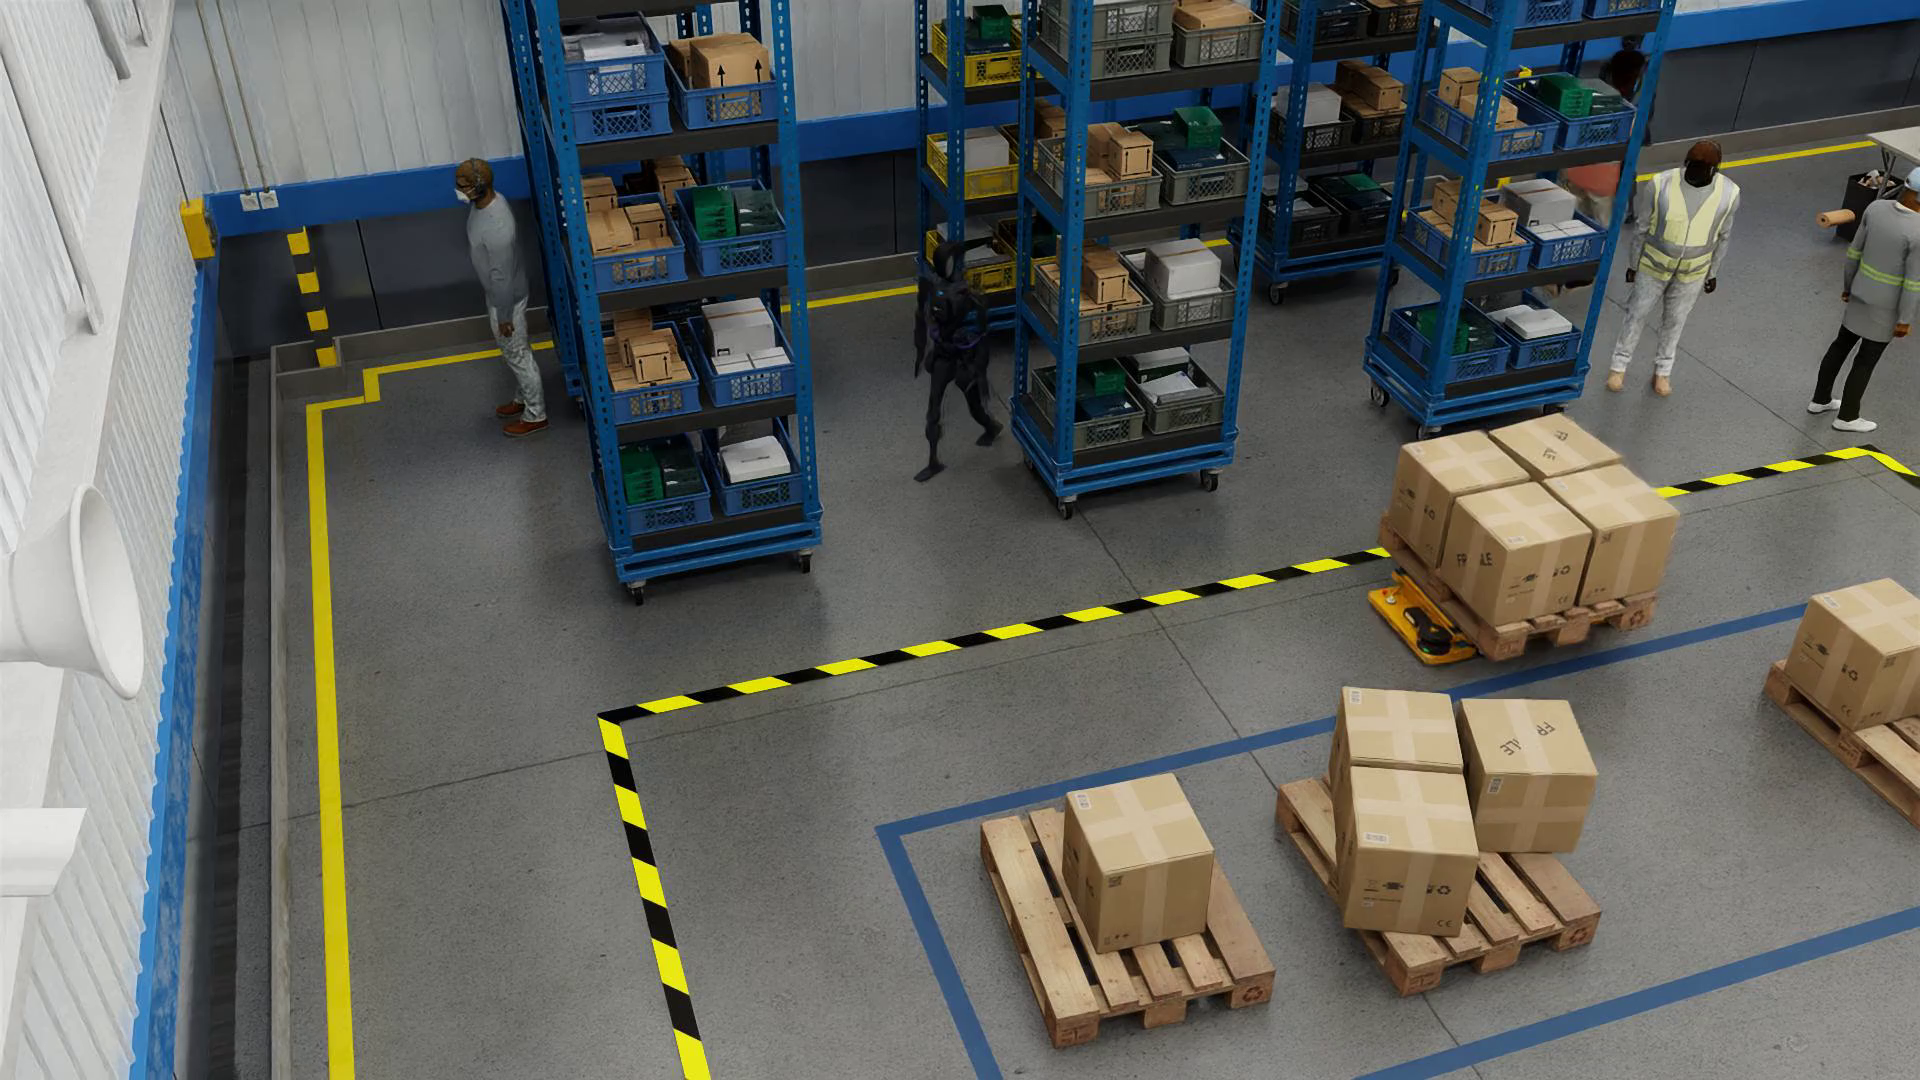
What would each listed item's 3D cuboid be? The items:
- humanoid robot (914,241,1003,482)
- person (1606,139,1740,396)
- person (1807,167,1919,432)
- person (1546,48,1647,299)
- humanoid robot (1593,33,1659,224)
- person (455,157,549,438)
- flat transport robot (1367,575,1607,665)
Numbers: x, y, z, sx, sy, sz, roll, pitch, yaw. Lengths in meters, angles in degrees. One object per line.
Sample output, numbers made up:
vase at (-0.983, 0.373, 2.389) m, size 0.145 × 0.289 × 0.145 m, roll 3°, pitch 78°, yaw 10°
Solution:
humanoid robot at (0.003, -1.175, 10.563) m, size 0.593 × 1.644 × 0.795 m, roll 22°, pitch 41°, yaw 28°
person at (4.847, -1.843, 11.308) m, size 0.620 × 1.840 × 0.431 m, roll 9°, pitch 36°, yaw 12°
person at (6.060, -1.590, 10.937) m, size 0.390 × 1.849 × 0.597 m, roll -9°, pitch 36°, yaw -13°
person at (4.712, -2.697, 12.428) m, size 0.642 × 1.944 × 0.604 m, roll -19°, pitch 39°, yaw -24°
humanoid robot at (5.427, -3.358, 13.602) m, size 0.610 × 1.644 × 0.475 m, roll -7°, pitch 36°, yaw -10°
person at (-2.987, -1.585, 10.868) m, size 0.370 × 1.932 × 0.620 m, roll -10°, pitch 37°, yaw -14°
flat transport robot at (3.150, 0.319, 9.580) m, size 1.431 × 0.197 × 0.652 m, roll -11°, pitch 37°, yaw -15°
